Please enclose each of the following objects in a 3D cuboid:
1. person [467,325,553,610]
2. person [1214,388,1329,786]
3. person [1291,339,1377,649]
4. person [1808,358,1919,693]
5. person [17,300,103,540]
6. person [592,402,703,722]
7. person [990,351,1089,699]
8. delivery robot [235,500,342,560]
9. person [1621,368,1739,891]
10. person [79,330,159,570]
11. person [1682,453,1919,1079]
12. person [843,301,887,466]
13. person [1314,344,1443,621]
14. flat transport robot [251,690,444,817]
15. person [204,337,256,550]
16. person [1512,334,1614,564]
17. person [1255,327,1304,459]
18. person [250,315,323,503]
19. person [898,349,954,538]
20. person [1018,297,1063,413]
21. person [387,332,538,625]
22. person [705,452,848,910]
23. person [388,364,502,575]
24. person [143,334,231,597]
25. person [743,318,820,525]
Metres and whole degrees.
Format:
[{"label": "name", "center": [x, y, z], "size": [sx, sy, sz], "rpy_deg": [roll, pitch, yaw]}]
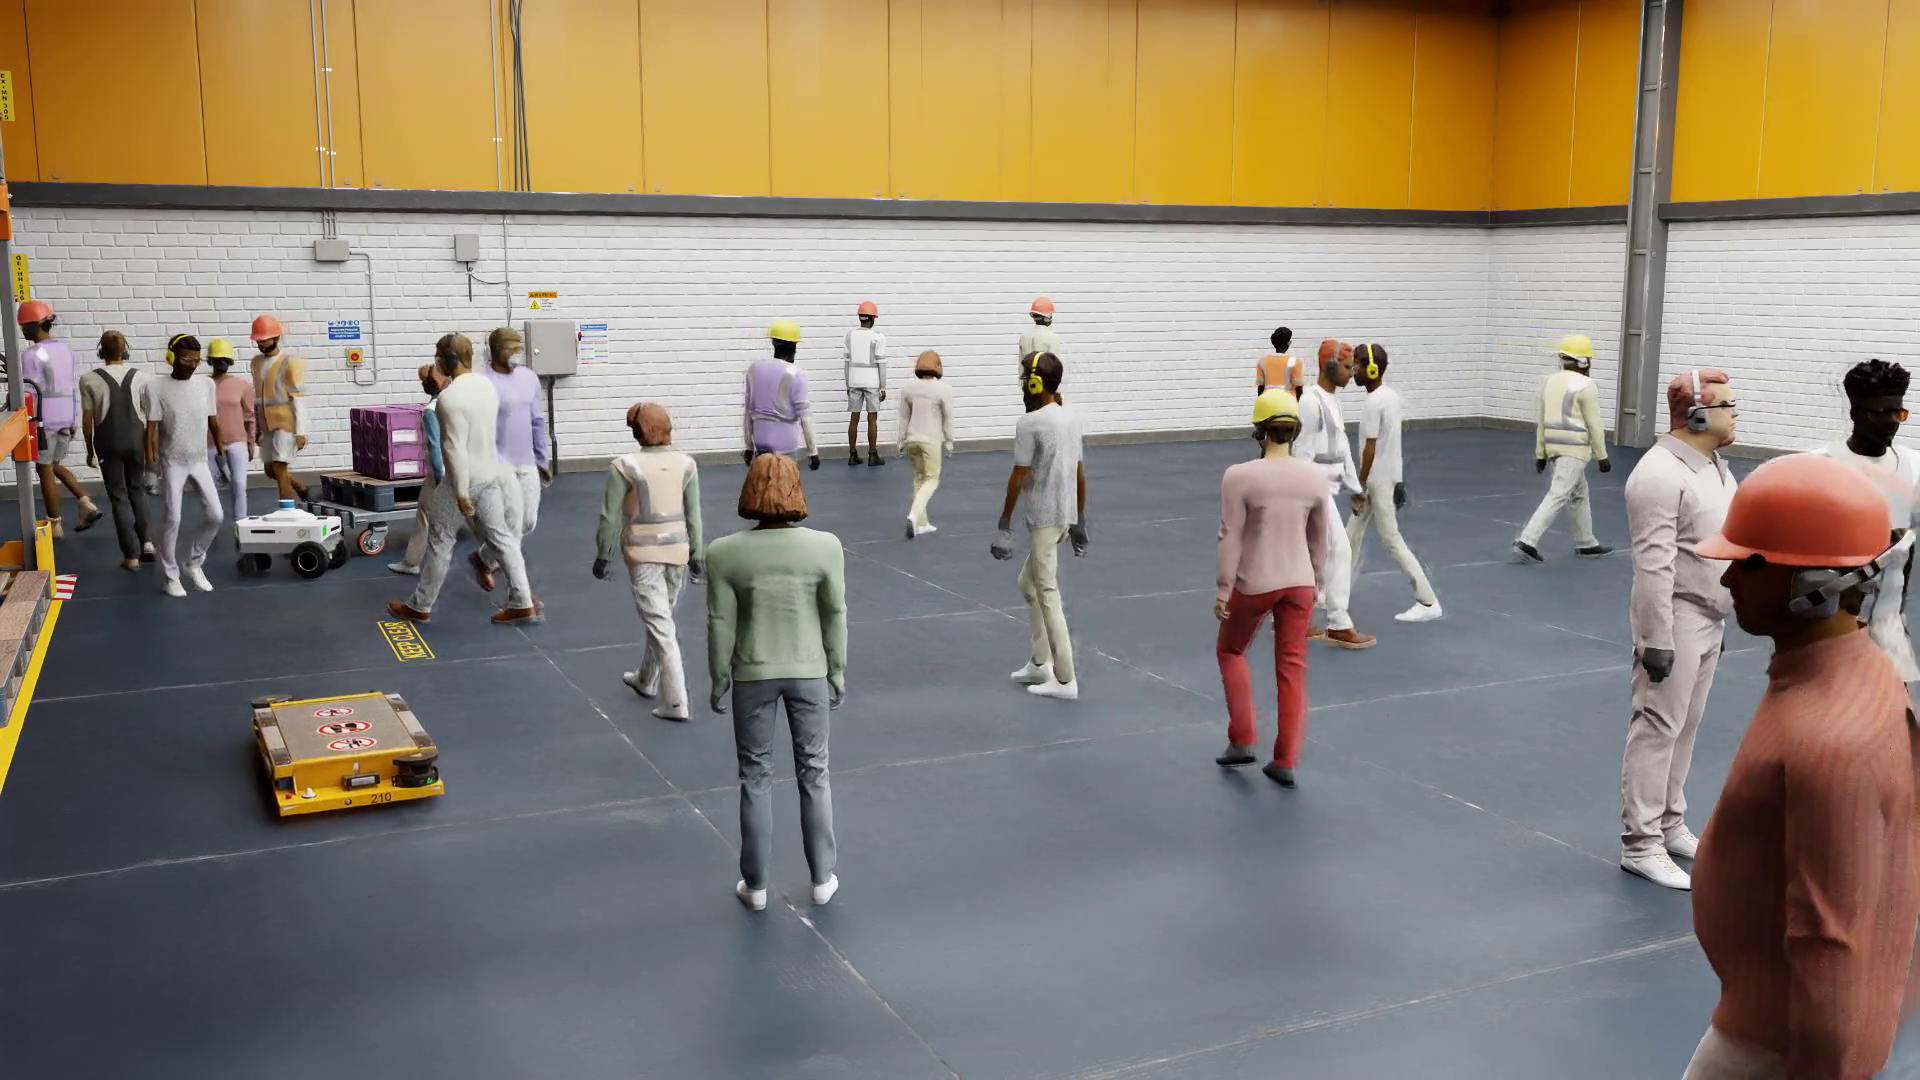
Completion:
[{"label": "person", "center": [-3.120, -0.501, 11.293], "size": [0.730, 1.915, 0.638], "rpy_deg": [5, 11, 30]}, {"label": "person", "center": [1.370, 0.202, 7.413], "size": [0.560, 1.744, 0.532], "rpy_deg": [-2, 9, -14]}, {"label": "person", "center": [2.284, -0.280, 10.086], "size": [0.763, 1.855, 0.577], "rpy_deg": [3, 10, 20]}, {"label": "person", "center": [3.529, 0.266, 6.487], "size": [0.631, 1.919, 0.939], "rpy_deg": [-1, 9, -8]}, {"label": "person", "center": [-7.658, -0.999, 13.989], "size": [0.488, 2.034, 0.630], "rpy_deg": [1, 9, 5]}, {"label": "person", "center": [-1.628, 0.100, 8.539], "size": [0.826, 1.599, 0.519], "rpy_deg": [9, 13, 43]}, {"label": "person", "center": [0.394, -0.080, 8.888], "size": [0.662, 1.847, 0.541], "rpy_deg": [6, 11, 33]}, {"label": "delivery robot", "center": [-5.028, -0.059, 12.458], "size": [0.707, 0.478, 0.477], "rpy_deg": [0, 9, 1]}, {"label": "person", "center": [2.712, 0.319, 6.207], "size": [0.408, 1.913, 0.643], "rpy_deg": [8, 12, 40]}, {"label": "person", "center": [-6.407, -0.680, 12.688], "size": [0.496, 1.822, 0.469], "rpy_deg": [-8, 12, -39]}, {"label": "person", "center": [1.561, 0.824, 2.930], "size": [0.879, 1.966, 0.621], "rpy_deg": [6, 11, 32]}, {"label": "person", "center": [-1.095, -1.824, 19.456], "size": [0.540, 1.929, 0.380], "rpy_deg": [3, 10, 19]}, {"label": "person", "center": [2.731, -0.375, 10.863], "size": [0.984, 1.812, 0.551], "rpy_deg": [4, 10, 25]}, {"label": "flat transport robot", "center": [-2.802, 0.923, 7.530], "size": [0.652, 0.197, 1.431], "rpy_deg": [-5, 10, -27]}, {"label": "person", "center": [-6.078, -0.805, 13.710], "size": [0.528, 1.738, 0.740], "rpy_deg": [-5, 10, -26]}, {"label": "person", "center": [4.721, -0.707, 12.972], "size": [0.950, 1.792, 0.582], "rpy_deg": [-2, 9, -11]}, {"label": "person", "center": [3.339, -1.371, 17.354], "size": [0.533, 1.697, 0.318], "rpy_deg": [6, 11, 35]}, {"label": "person", "center": [-5.858, -1.008, 14.482], "size": [0.595, 1.905, 0.675], "rpy_deg": [4, 10, 25]}, {"label": "person", "center": [-0.340, -0.815, 14.161], "size": [0.508, 1.609, 0.641], "rpy_deg": [6, 11, 31]}, {"label": "person", "center": [0.881, -1.604, 17.871], "size": [0.374, 1.997, 0.613], "rpy_deg": [-8, 12, -41]}, {"label": "person", "center": [-3.175, -0.376, 10.617], "size": [0.995, 1.890, 0.645], "rpy_deg": [2, 9, 15]}, {"label": "person", "center": [-0.646, 0.503, 5.918], "size": [0.498, 1.634, 0.280], "rpy_deg": [-1, 9, -9]}, {"label": "person", "center": [-3.819, -0.513, 12.360], "size": [0.882, 1.593, 0.525], "rpy_deg": [2, 9, 12]}, {"label": "person", "center": [-5.411, -0.516, 11.612], "size": [0.499, 1.841, 0.638], "rpy_deg": [7, 12, 38]}, {"label": "person", "center": [-1.338, -0.745, 12.848], "size": [0.616, 1.914, 0.569], "rpy_deg": [7, 11, 35]}]
